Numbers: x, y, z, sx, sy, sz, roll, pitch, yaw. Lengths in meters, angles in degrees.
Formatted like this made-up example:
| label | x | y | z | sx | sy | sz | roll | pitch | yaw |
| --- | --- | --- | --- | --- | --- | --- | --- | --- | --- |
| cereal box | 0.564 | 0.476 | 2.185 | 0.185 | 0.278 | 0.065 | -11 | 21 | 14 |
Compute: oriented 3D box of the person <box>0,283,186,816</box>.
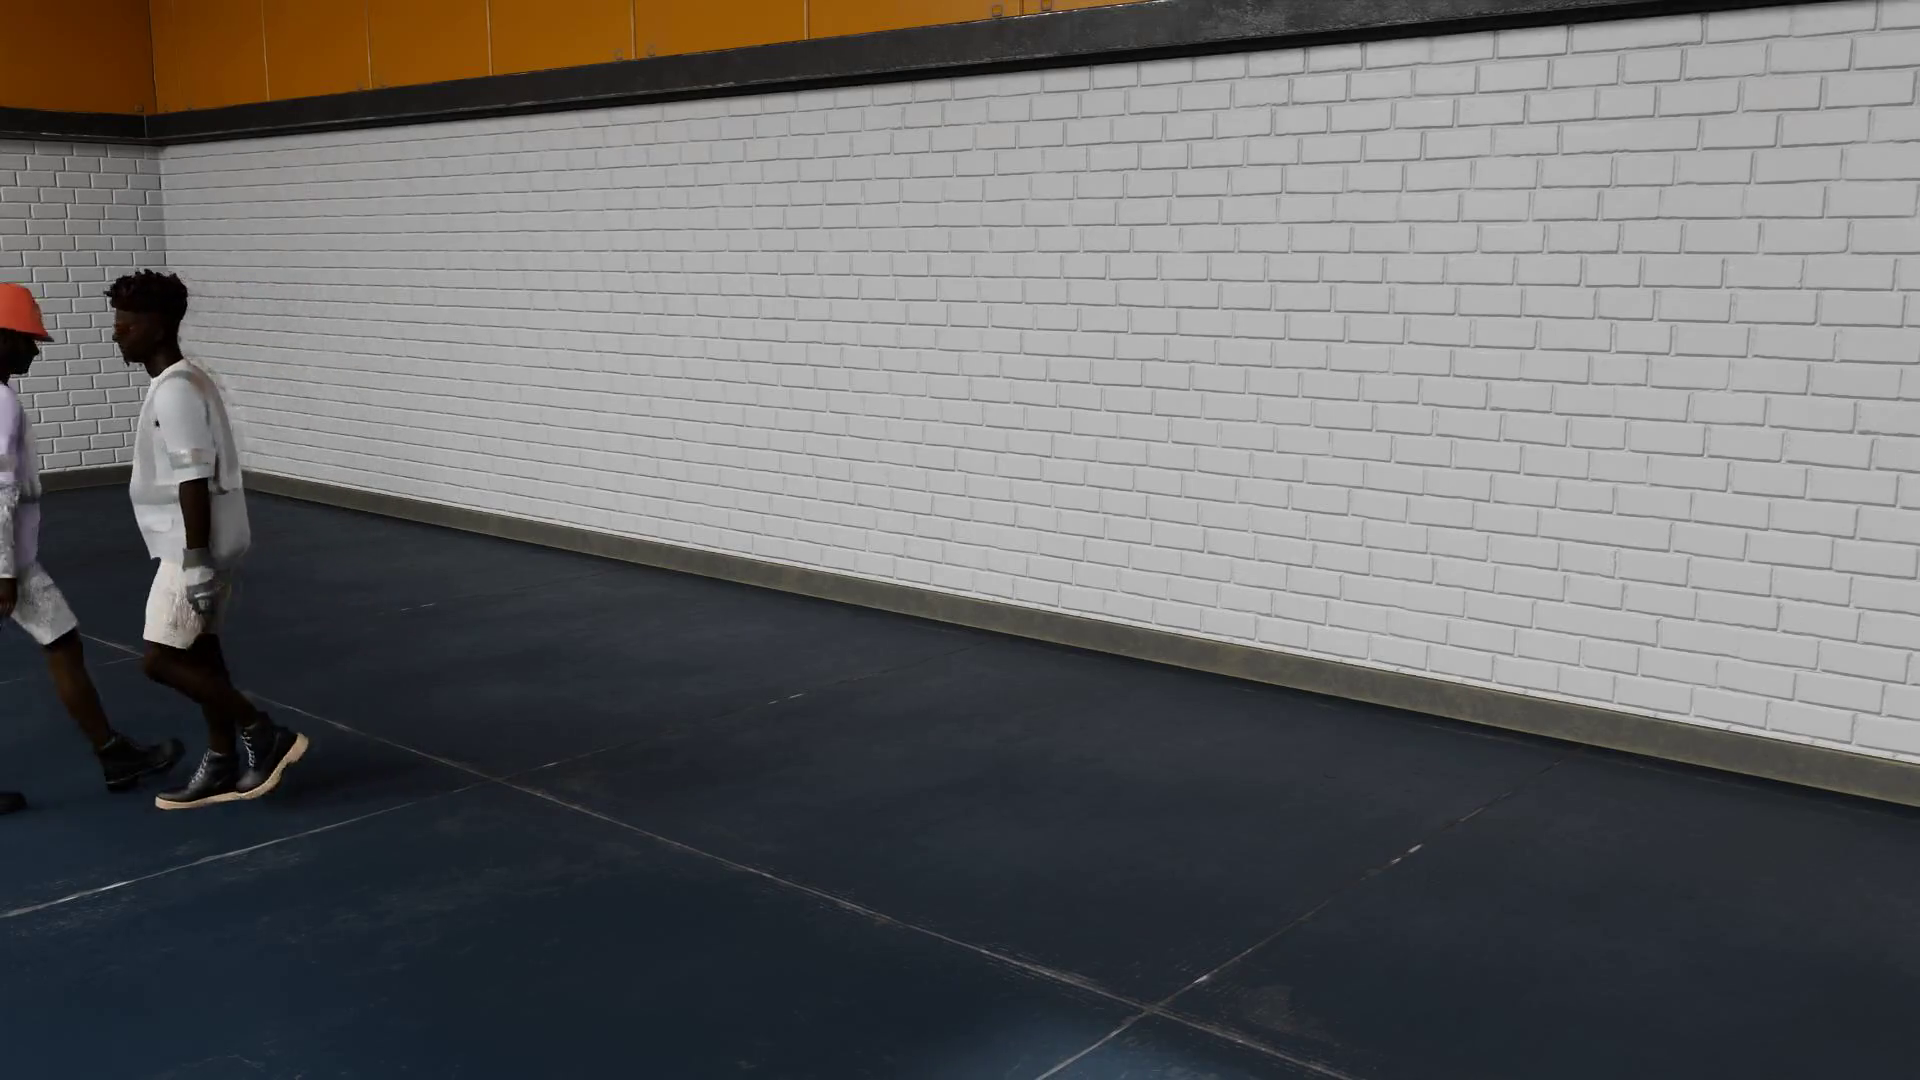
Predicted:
| label | x | y | z | sx | sy | sz | roll | pitch | yaw |
| --- | --- | --- | --- | --- | --- | --- | --- | --- | --- |
| person | -3.349 | 0.034 | 6.016 | 0.566 | 1.886 | 0.946 | 9 | 13 | 42 |

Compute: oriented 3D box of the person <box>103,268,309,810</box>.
| label | x | y | z | sx | sy | sz | roll | pitch | yaw |
| --- | --- | --- | --- | --- | --- | --- | --- | --- | --- |
| person | -2.700 | 0.021 | 5.908 | 0.474 | 1.953 | 0.602 | -3 | 11 | -19 |
